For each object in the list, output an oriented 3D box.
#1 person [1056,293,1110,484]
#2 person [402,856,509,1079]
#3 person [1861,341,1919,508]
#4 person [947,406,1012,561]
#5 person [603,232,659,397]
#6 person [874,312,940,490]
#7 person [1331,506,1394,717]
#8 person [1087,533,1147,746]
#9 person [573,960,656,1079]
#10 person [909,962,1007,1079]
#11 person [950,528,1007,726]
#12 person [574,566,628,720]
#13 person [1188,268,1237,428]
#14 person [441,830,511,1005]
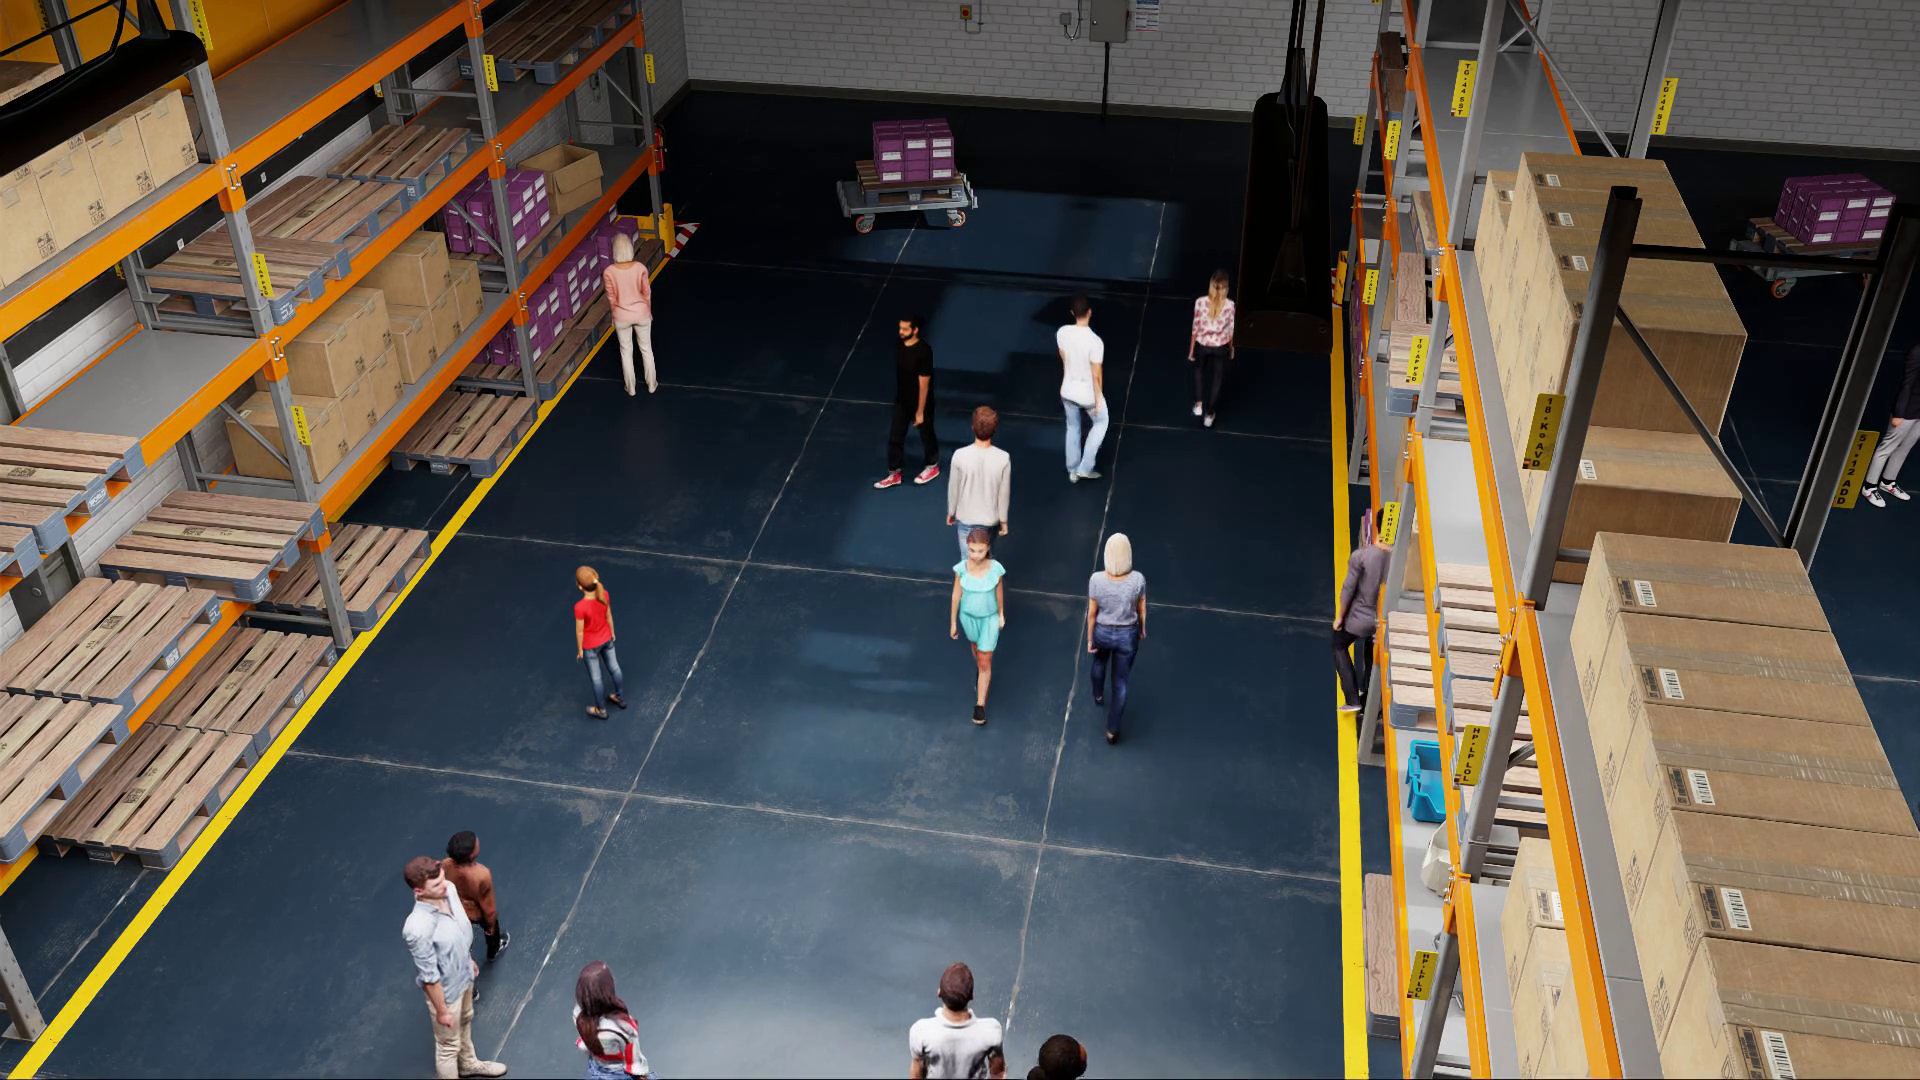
[{"bbox_3d":[1.047,-1.320,15.061,0.787,1.843,0.797,26,41,33],"label":"person"},{"bbox_3d":[-2.881,2.472,9.353,0.715,1.847,0.502,4,34,5],"label":"person"},{"bbox_3d":[8.512,-1.231,14.830,0.797,1.950,0.798,-13,36,-18],"label":"person"},{"bbox_3d":[0.158,-0.120,13.239,0.804,1.862,1.266,-1,34,-1],"label":"person"},{"bbox_3d":[-3.276,-2.250,16.567,0.678,1.725,0.673,-9,35,-14],"label":"person"},{"bbox_3d":[-0.342,-1.288,15.111,0.913,1.734,1.020,28,43,35],"label":"person"},{"bbox_3d":[3.027,0.594,12.185,0.793,1.841,0.775,-3,34,-4],"label":"person"},{"bbox_3d":[1.128,0.755,12.072,0.576,1.696,0.884,6,34,9],"label":"person"},{"bbox_3d":[-1.889,2.926,8.892,0.701,1.601,0.723,18,38,25],"label":"person"},{"bbox_3d":[-0.019,2.923,8.672,0.710,1.850,0.636,-3,34,-4],"label":"person"},{"bbox_3d":[0.155,0.543,12.549,0.541,1.522,0.956,5,34,8],"label":"person"},{"bbox_3d":[-2.702,0.757,12.421,0.612,1.308,0.530,26,42,34],"label":"person"},{"bbox_3d":[2.413,-1.815,16.009,0.603,1.618,0.580,8,35,12],"label":"person"},{"bbox_3d":[-3.023,2.312,10.149,0.507,1.232,0.900,5,34,7],"label":"person"}]
